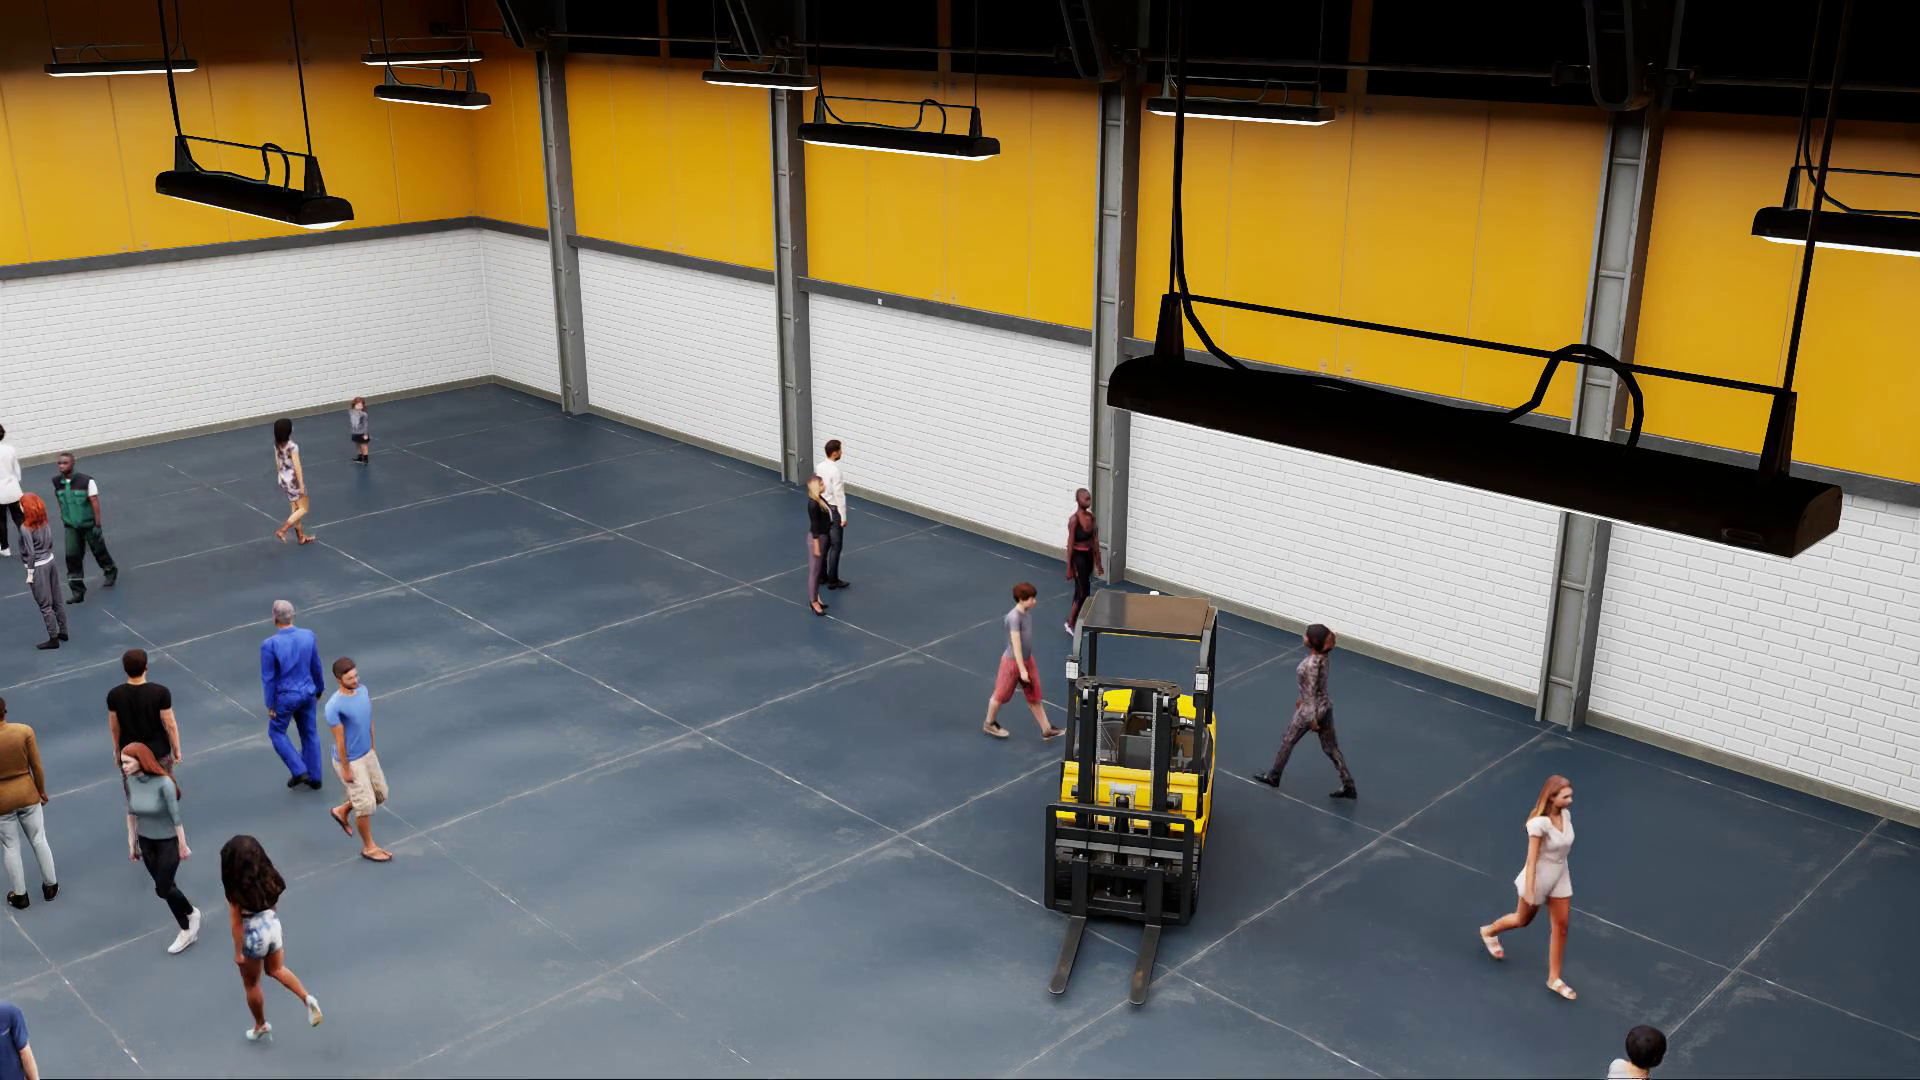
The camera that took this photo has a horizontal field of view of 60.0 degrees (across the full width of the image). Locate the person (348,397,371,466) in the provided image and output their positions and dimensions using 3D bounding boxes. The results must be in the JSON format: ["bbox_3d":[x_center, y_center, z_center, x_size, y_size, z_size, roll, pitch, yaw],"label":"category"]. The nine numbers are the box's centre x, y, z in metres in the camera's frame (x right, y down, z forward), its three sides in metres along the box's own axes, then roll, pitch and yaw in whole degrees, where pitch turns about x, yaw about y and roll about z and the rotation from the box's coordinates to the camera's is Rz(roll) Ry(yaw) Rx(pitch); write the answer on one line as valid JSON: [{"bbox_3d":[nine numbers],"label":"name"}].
[{"bbox_3d":[-9.222,-1.680,25.512,0.555,1.086,0.694,10,21,28],"label":"person"}]

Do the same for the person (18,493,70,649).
[{"bbox_3d":[-10.198,0.330,18.456,0.700,1.779,0.649,1,19,2],"label":"person"}]

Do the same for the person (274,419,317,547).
[{"bbox_3d":[-8.759,-0.715,21.647,0.842,1.723,0.771,11,22,30],"label":"person"}]

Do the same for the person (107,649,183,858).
[{"bbox_3d":[-6.838,1.820,13.924,0.875,1.849,1.016,-7,20,-20],"label":"person"}]

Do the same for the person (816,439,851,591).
[{"bbox_3d":[-1.575,-0.317,20.241,0.759,1.865,0.527,-13,23,-35],"label":"person"}]

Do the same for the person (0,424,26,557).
[{"bbox_3d":[-12.191,-0.636,21.294,0.847,1.800,0.661,15,24,38],"label":"person"}]

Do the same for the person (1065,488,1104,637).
[{"bbox_3d":[1.293,0.236,18.780,0.611,1.751,0.614,15,24,37],"label":"person"}]

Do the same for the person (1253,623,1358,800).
[{"bbox_3d":[3.269,1.581,14.928,1.233,1.660,0.774,11,21,29],"label":"person"}]

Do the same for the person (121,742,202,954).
[{"bbox_3d":[-6.034,2.302,12.687,0.693,1.724,0.768,5,19,15],"label":"person"}]

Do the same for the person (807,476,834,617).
[{"bbox_3d":[-1.678,0.046,19.469,0.719,1.672,0.674,1,19,4],"label":"person"}]

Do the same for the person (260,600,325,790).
[{"bbox_3d":[-5.997,1.451,15.076,0.655,1.812,0.760,16,25,40],"label":"person"}]

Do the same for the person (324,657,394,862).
[{"bbox_3d":[-5.143,1.824,13.927,1.013,1.839,0.880,5,19,13],"label":"person"}]

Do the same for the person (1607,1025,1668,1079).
[{"bbox_3d":[3.733,3.482,9.499,0.958,1.522,1.000,-4,19,-12],"label":"person"}]

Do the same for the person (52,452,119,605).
[{"bbox_3d":[-10.492,-0.188,19.977,1.205,1.791,1.281,0,19,-1],"label":"person"}]

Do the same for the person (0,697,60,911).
[{"bbox_3d":[-7.531,2.067,13.242,0.636,1.816,0.546,-16,24,-39],"label":"person"}]

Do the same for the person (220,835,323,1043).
[{"bbox_3d":[-4.765,2.778,11.450,0.929,1.612,0.781,5,19,16],"label":"person"}]

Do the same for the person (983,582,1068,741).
[{"bbox_3d":[0.480,1.199,16.146,1.190,1.608,0.850,9,21,25],"label":"person"}]

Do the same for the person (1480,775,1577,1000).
[{"bbox_3d":[4.233,2.479,12.248,0.749,1.669,1.136,-11,21,-29],"label":"person"}]
